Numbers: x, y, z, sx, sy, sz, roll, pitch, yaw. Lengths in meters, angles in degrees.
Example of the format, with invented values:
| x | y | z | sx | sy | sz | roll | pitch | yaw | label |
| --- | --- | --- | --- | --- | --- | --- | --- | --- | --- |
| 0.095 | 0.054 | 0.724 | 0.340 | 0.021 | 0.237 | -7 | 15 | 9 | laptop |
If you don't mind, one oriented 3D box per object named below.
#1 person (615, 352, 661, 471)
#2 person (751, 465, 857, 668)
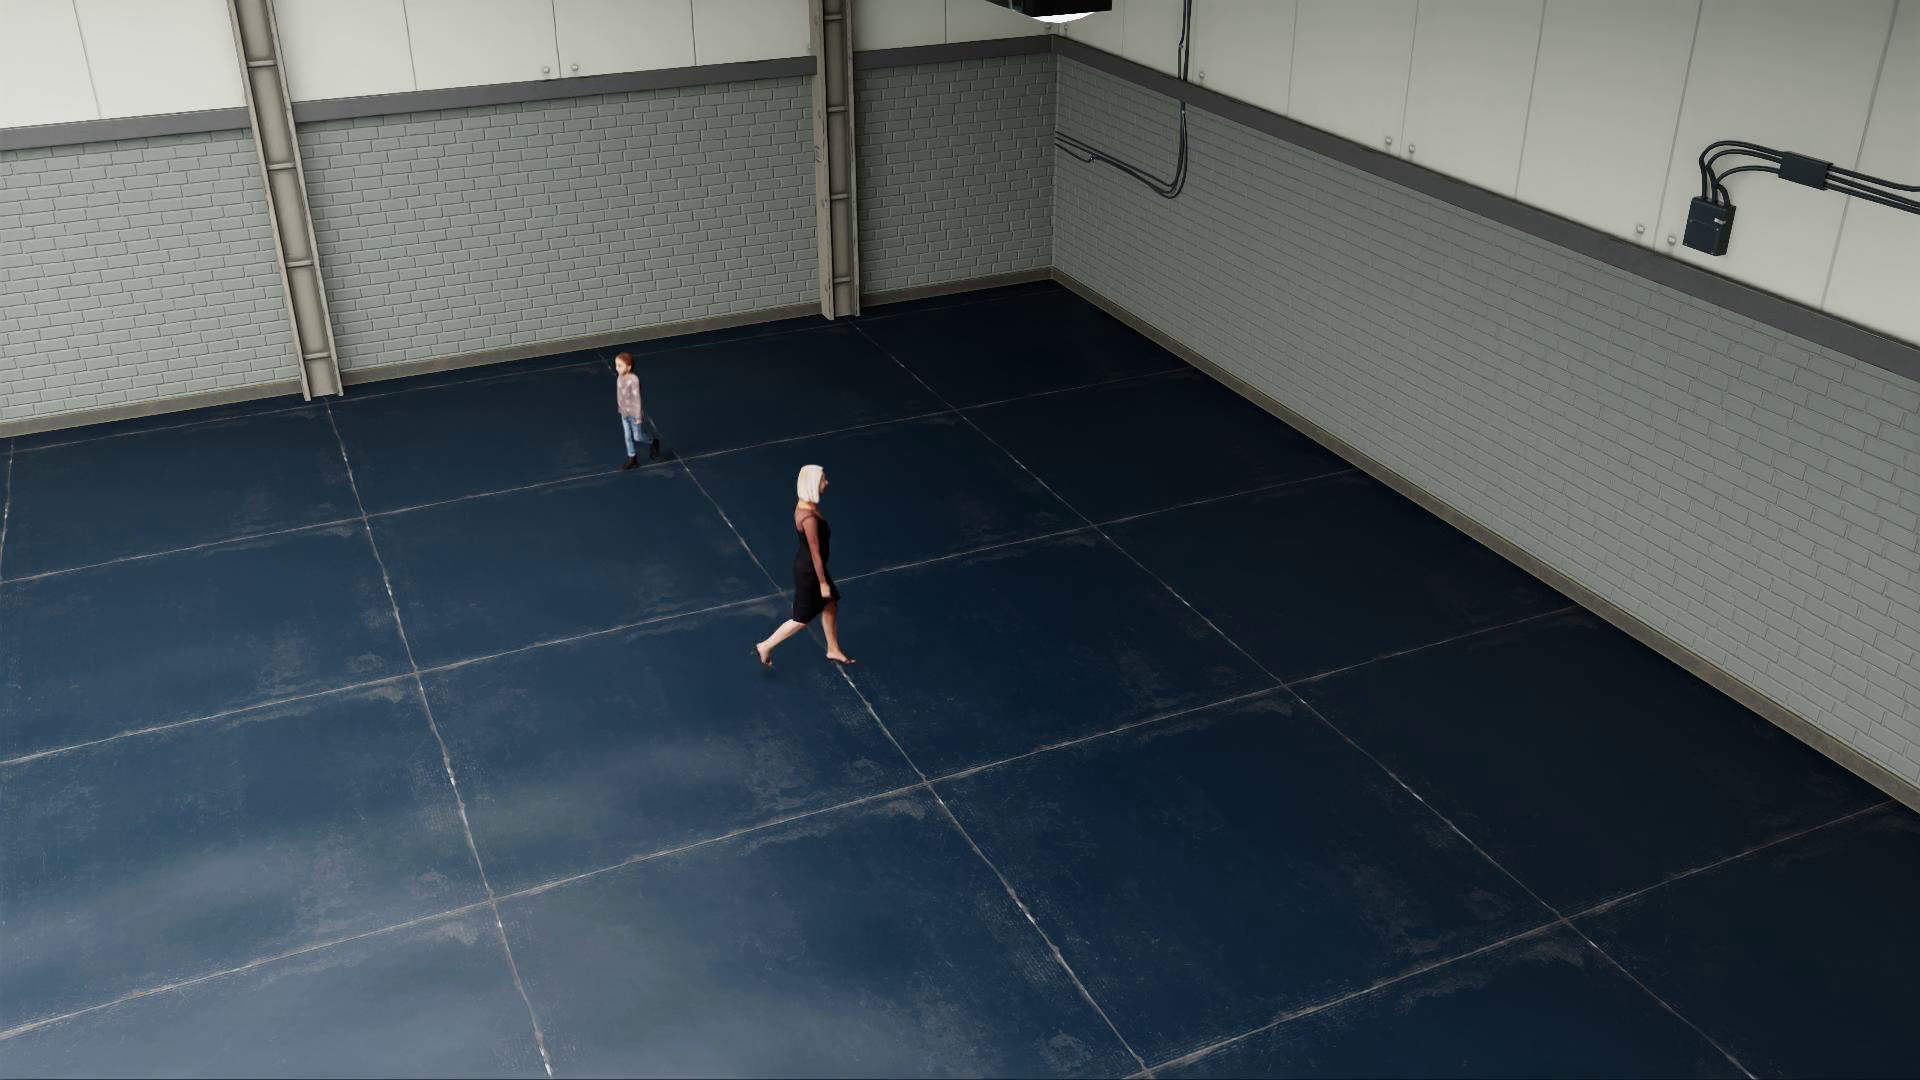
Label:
| x | y | z | sx | sy | sz | roll | pitch | yaw | label |
| --- | --- | --- | --- | --- | --- | --- | --- | --- | --- |
| -3.128 | -1.253 | 16.036 | 0.640 | 1.187 | 0.767 | 21 | 34 | 35 | person |
| -1.202 | 0.265 | 12.506 | 1.106 | 1.719 | 0.859 | -1 | 27 | -1 | person |
